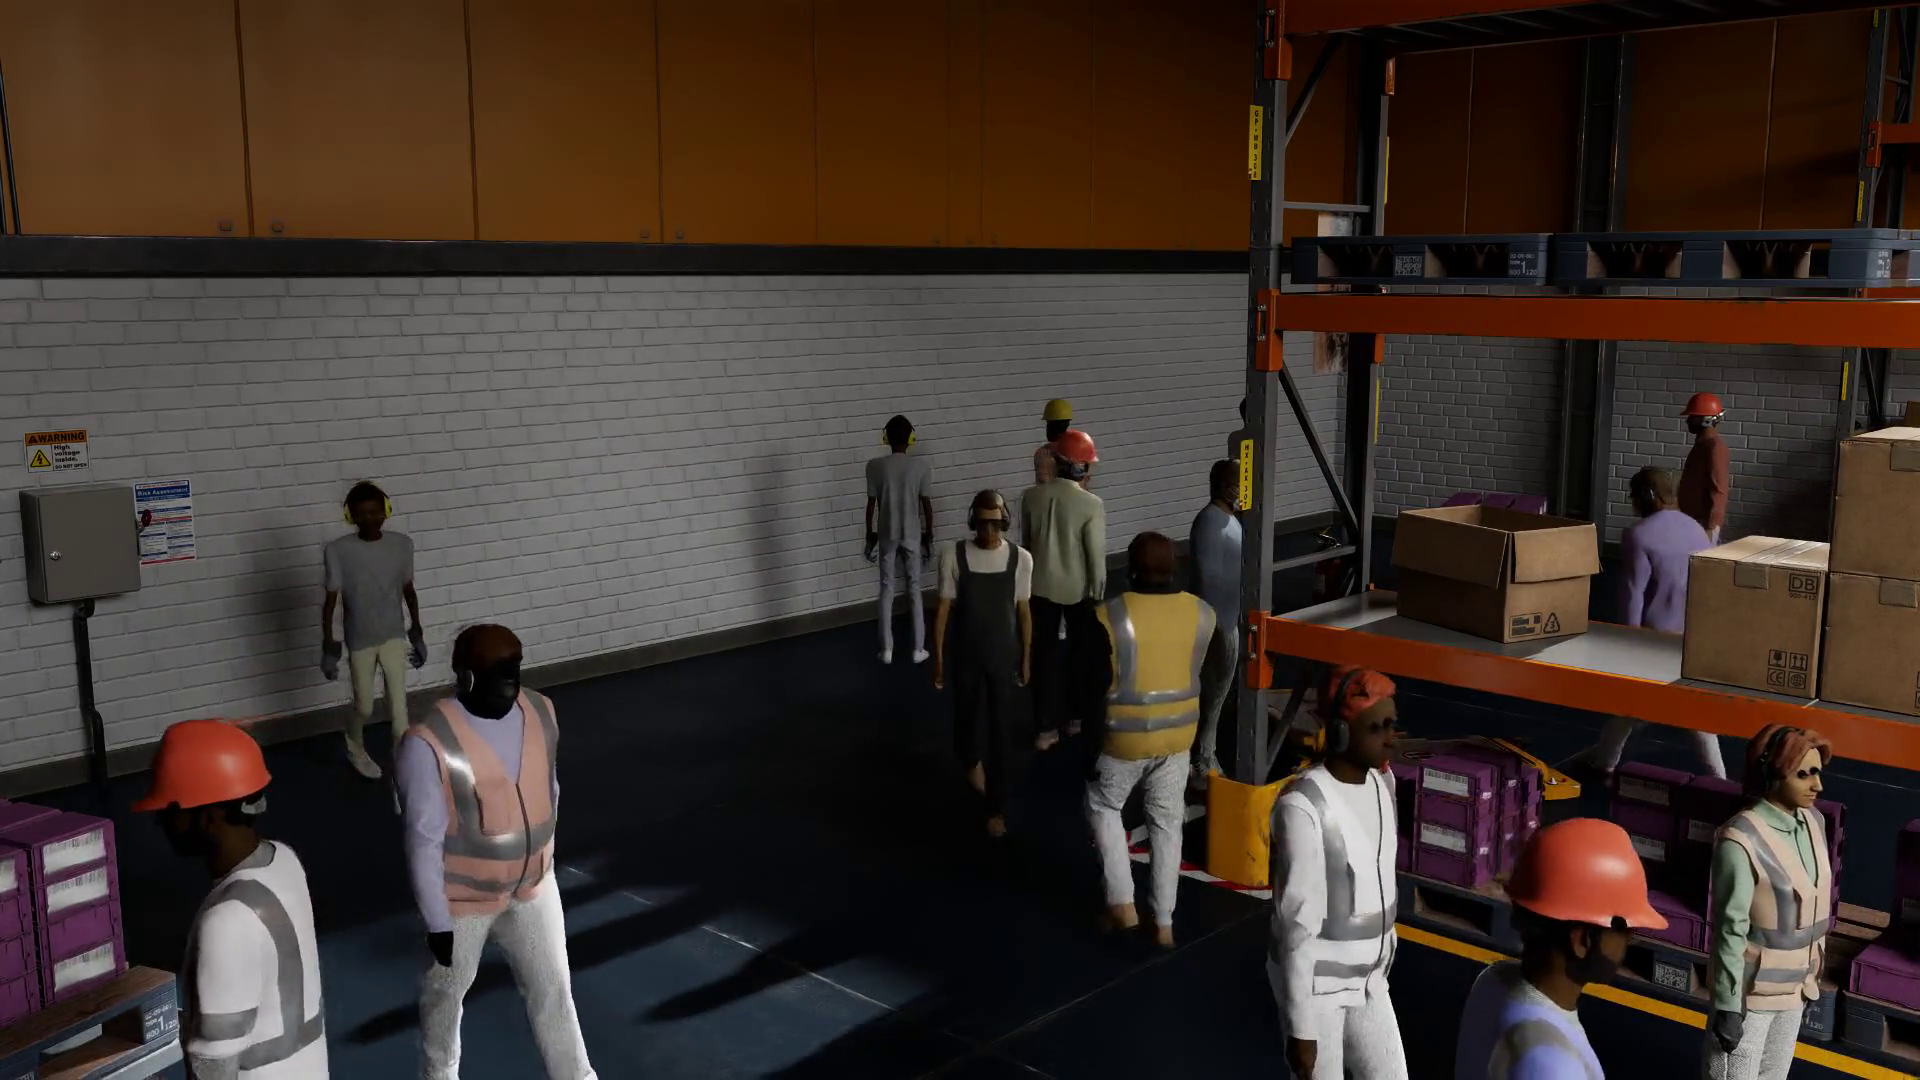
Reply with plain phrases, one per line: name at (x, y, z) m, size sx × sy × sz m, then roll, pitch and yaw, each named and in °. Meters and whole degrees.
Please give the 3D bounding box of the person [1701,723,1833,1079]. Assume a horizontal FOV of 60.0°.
person at (2.375, 1.340, 4.924) m, size 0.524 × 1.639 × 0.308 m, roll -7°, pitch 12°, yaw -38°

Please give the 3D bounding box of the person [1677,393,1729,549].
person at (5.765, -0.152, 12.981) m, size 0.386 × 1.992 × 0.625 m, roll 2°, pitch 9°, yaw 10°

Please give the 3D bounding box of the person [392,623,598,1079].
person at (-1.519, 1.167, 5.514) m, size 0.943 × 1.791 × 0.650 m, roll 8°, pitch 12°, yaw 39°

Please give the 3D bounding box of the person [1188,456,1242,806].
person at (1.430, 0.499, 9.186) m, size 0.370 × 1.934 × 0.627 m, roll 2°, pitch 10°, yaw 14°

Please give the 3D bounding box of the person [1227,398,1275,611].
person at (2.502, -0.315, 14.368) m, size 0.328 × 1.872 × 0.515 m, roll -5°, pitch 11°, yaw -29°

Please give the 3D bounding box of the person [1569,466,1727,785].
person at (3.877, 0.536, 9.176) m, size 0.691 × 1.878 × 1.010 m, roll -4°, pitch 10°, yaw -24°

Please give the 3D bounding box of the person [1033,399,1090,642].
person at (0.786, -0.157, 13.225) m, size 0.590 × 1.926 × 0.388 m, roll -8°, pitch 13°, yaw -42°

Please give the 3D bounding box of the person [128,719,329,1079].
person at (-1.728, 1.366, 3.930) m, size 0.529 × 1.920 × 0.548 m, roll -3°, pitch 10°, yaw -18°

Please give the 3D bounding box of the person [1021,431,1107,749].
person at (0.640, 0.299, 10.315) m, size 0.673 × 1.957 × 0.672 m, roll 5°, pitch 11°, yaw 30°

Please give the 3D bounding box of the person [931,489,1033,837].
person at (0.112, 0.602, 8.970) m, size 0.542 × 1.815 × 0.886 m, roll 0°, pitch 9°, yaw -2°

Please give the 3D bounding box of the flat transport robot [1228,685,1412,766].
flat transport robot at (2.215, 1.143, 10.314) m, size 0.652 × 0.197 × 1.431 m, roll -2°, pitch 9°, yaw -10°

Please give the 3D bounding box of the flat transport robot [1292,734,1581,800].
flat transport robot at (2.667, 1.299, 9.359) m, size 1.431 × 0.197 × 0.652 m, roll -2°, pitch 9°, yaw -10°

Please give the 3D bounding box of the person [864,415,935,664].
person at (-0.453, 0.000, 12.453) m, size 0.533 × 1.865 × 0.310 m, roll 0°, pitch 9°, yaw 1°

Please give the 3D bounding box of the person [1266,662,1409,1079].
person at (1.055, 1.264, 4.706) m, size 0.438 × 1.872 × 0.582 m, roll 9°, pitch 13°, yaw 44°

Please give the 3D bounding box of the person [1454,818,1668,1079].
person at (1.173, 1.472, 3.322) m, size 0.819 × 1.903 × 0.564 m, roll 1°, pitch 9°, yaw 6°

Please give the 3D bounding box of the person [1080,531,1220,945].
person at (0.807, 0.870, 7.266) m, size 0.647 × 1.820 × 0.453 m, roll -3°, pitch 10°, yaw -18°

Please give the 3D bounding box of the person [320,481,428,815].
person at (-3.270, 0.549, 9.256) m, size 0.587 × 1.822 × 0.901 m, roll -5°, pitch 11°, yaw -30°
